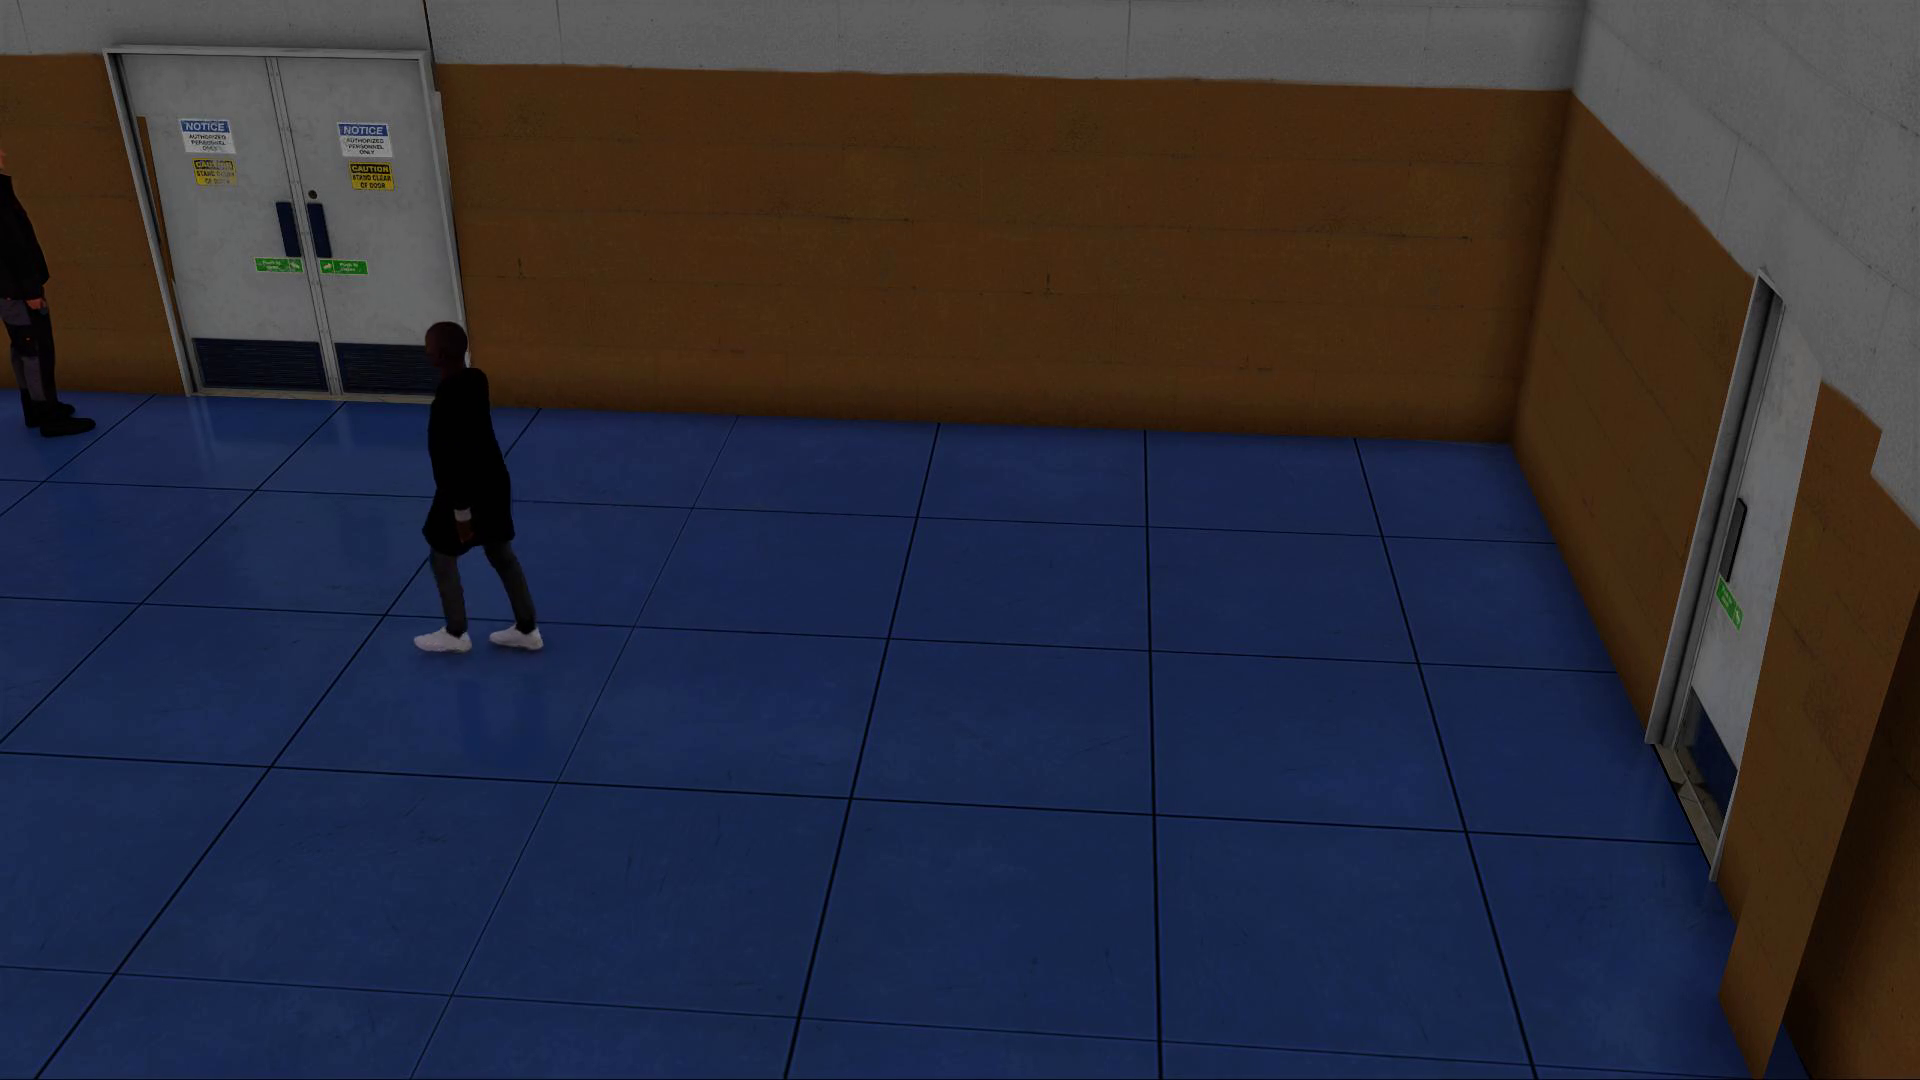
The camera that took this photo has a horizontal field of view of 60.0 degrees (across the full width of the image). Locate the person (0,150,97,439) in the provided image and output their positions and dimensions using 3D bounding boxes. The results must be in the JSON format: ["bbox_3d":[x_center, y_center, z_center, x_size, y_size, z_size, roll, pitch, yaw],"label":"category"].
[{"bbox_3d":[-5.868,-1.593,10.319,0.824,1.946,0.781,-25,37,-37],"label":"person"}]

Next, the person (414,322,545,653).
[{"bbox_3d":[-2.246,-0.200,7.981,0.772,1.742,0.808,5,29,10],"label":"person"}]
